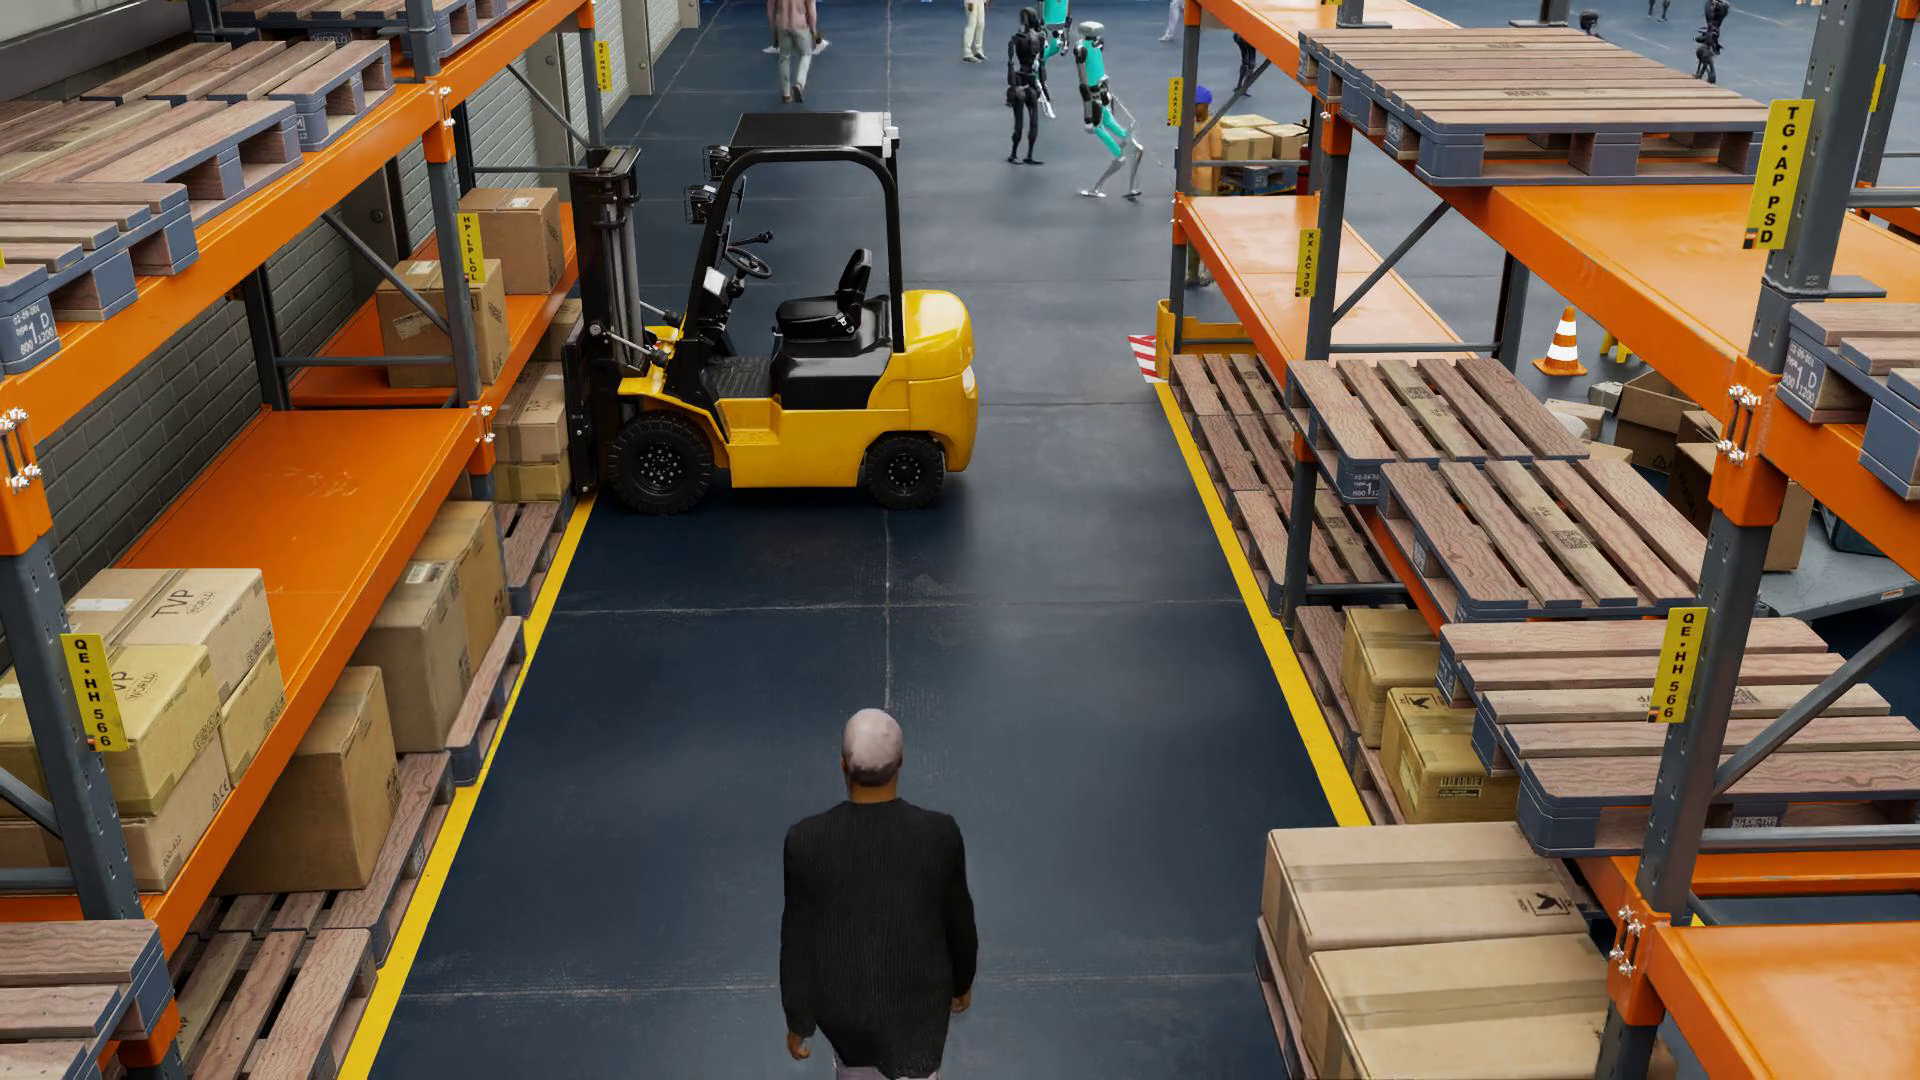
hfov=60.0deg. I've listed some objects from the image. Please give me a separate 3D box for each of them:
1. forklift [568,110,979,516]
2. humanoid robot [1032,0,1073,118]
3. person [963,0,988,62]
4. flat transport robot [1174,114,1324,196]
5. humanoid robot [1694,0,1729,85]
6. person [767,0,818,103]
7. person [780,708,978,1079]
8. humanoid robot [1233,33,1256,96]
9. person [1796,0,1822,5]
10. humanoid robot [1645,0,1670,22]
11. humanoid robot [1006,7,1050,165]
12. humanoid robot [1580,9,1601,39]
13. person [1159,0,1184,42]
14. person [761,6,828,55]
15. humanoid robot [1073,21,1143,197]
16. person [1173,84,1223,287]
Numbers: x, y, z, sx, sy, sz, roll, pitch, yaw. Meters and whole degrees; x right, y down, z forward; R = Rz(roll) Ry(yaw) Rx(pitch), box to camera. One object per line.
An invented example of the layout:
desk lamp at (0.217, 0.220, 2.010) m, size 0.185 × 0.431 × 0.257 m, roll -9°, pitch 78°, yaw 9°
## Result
forklift at (-1.043, -1.379, 9.976) m, size 2.313 × 2.155 × 1.214 m, roll -1°, pitch 25°, yaw -2°
humanoid robot at (1.032, -6.191, 20.715) m, size 0.542 × 1.799 × 0.805 m, roll -14°, pitch 29°, yaw -28°
person at (0.239, -7.898, 24.305) m, size 0.348 × 1.743 × 0.567 m, roll 10°, pitch 27°, yaw 20°
flat transport robot at (2.969, -3.683, 17.102) m, size 1.431 × 0.231 × 0.659 m, roll -16°, pitch 30°, yaw -31°
humanoid robot at (9.451, -6.211, 20.825) m, size 0.624 × 1.639 × 0.596 m, roll 15°, pitch 29°, yaw 29°
person at (-2.150, -6.505, 21.145) m, size 0.647 × 1.918 × 0.602 m, roll 6°, pitch 26°, yaw 12°
person at (-0.225, 1.283, 4.786) m, size 0.551 × 1.802 × 1.010 m, roll 0°, pitch 25°, yaw -1°
humanoid robot at (3.803, -6.667, 21.769) m, size 0.370 × 1.650 × 0.608 m, roll -13°, pitch 28°, yaw -25°
person at (15.359, -10.564, 29.777) m, size 0.532 × 1.893 × 0.400 m, roll 23°, pitch 34°, yaw 39°
humanoid robot at (11.891, -9.566, 27.915) m, size 0.604 × 1.652 × 0.377 m, roll 17°, pitch 30°, yaw 32°
humanoid robot at (0.726, -4.948, 18.134) m, size 0.585 × 1.652 × 0.357 m, roll -21°, pitch 33°, yaw -37°
humanoid robot at (6.828, -4.952, 18.226) m, size 0.612 × 1.642 × 0.818 m, roll -18°, pitch 31°, yaw -33°
person at (3.512, -8.736, 26.013) m, size 0.823 × 1.795 × 0.602 m, roll -13°, pitch 28°, yaw -26°
person at (-2.485, -8.173, 24.760) m, size 0.982 × 1.850 × 0.529 m, roll 0°, pitch 25°, yaw 1°
humanoid robot at (1.576, -4.246, 16.592) m, size 0.876 × 1.764 × 0.555 m, roll 9°, pitch 27°, yaw 19°
person at (1.948, -2.895, 13.751) m, size 0.389 × 1.701 × 0.472 m, roll -14°, pitch 29°, yaw -27°
